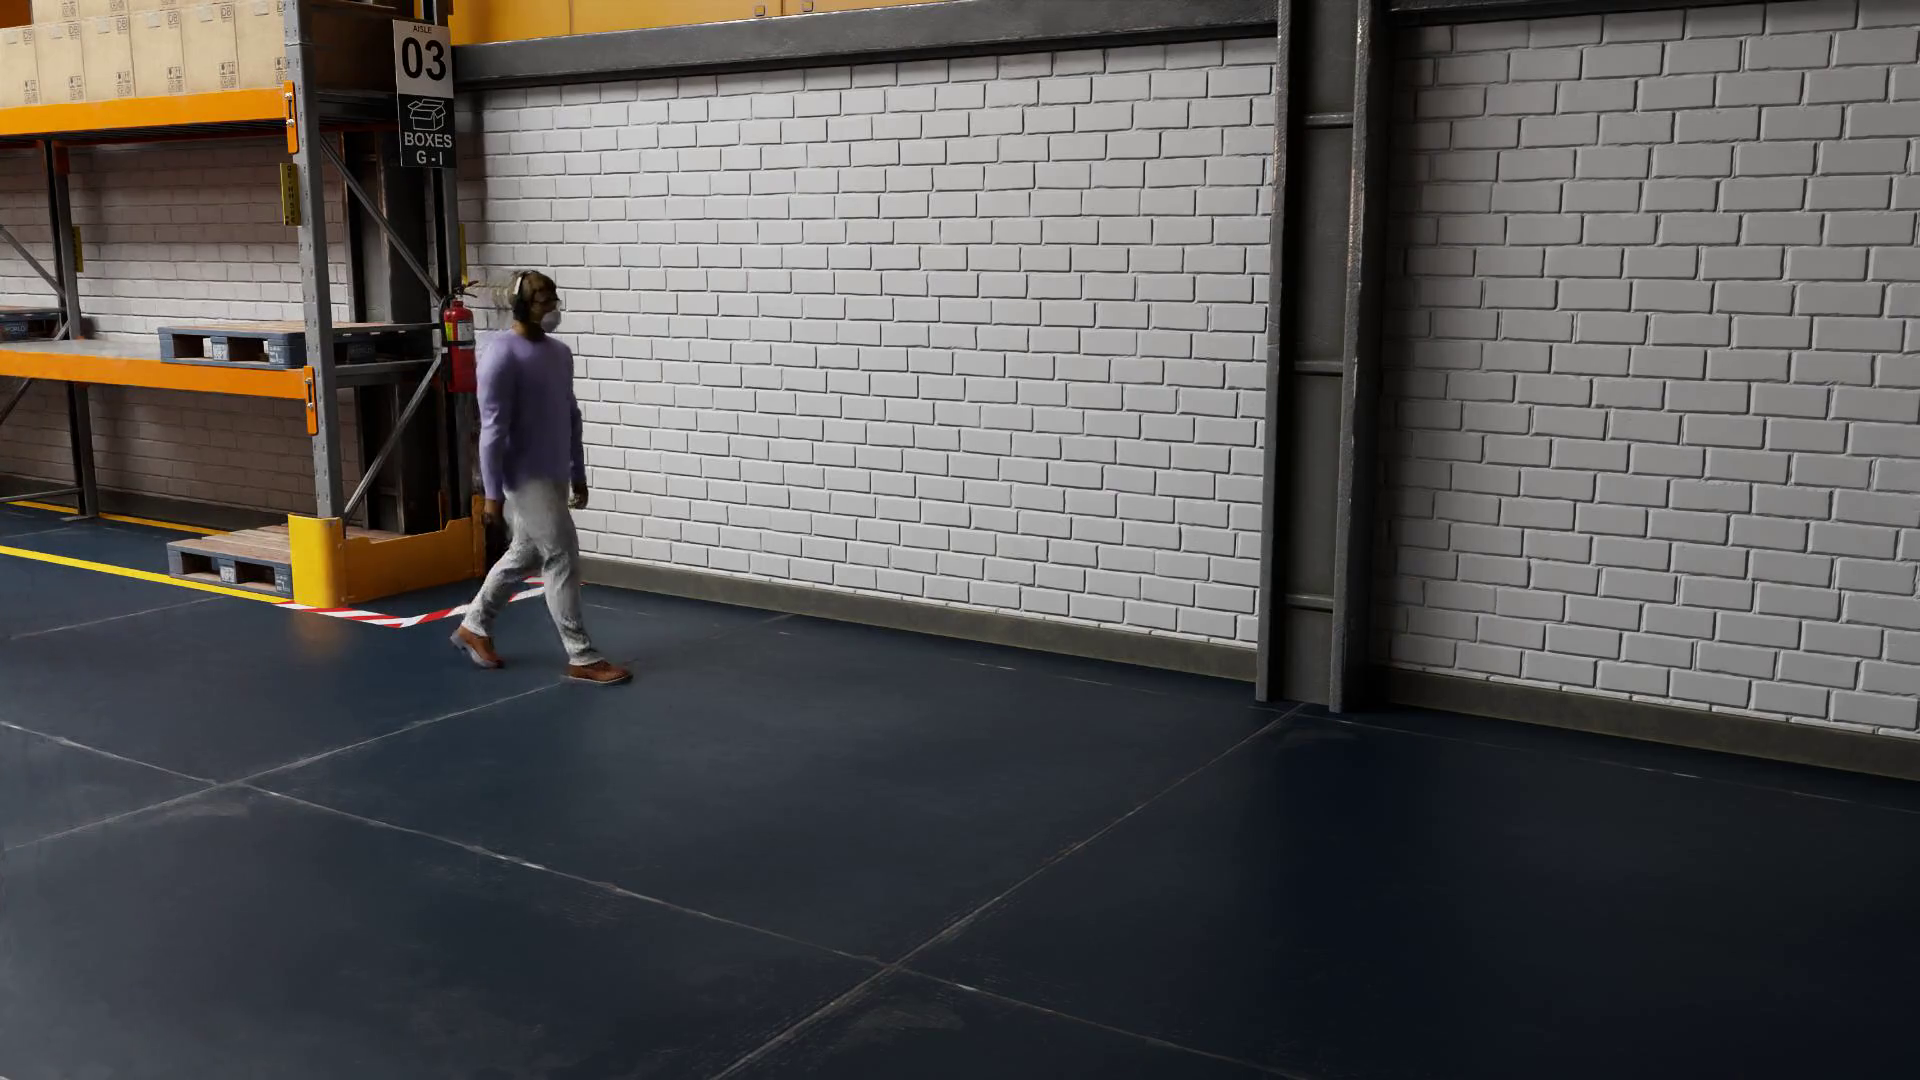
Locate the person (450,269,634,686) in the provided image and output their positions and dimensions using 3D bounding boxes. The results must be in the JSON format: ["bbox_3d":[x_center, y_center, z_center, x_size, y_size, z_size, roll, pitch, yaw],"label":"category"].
[{"bbox_3d":[-2.001,-0.291,7.649,0.990,1.903,0.642,3,11,16],"label":"person"}]
